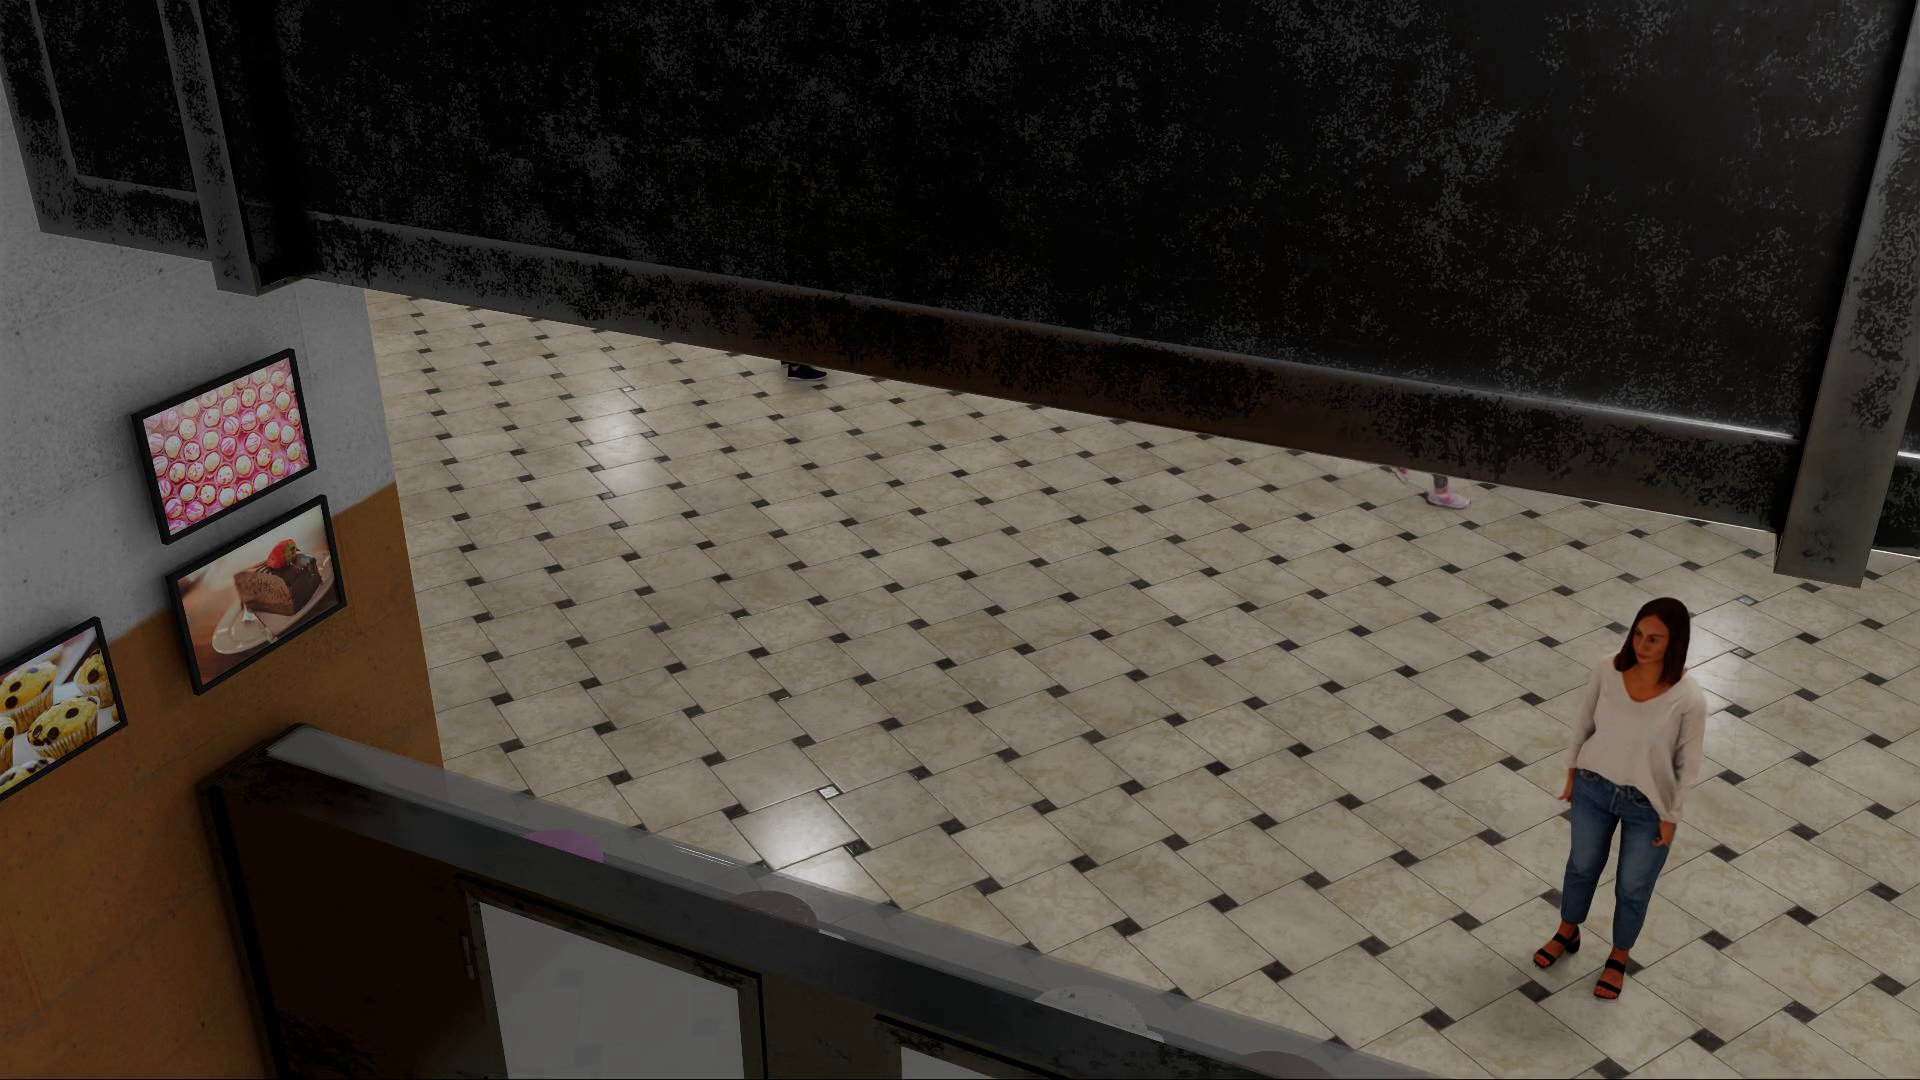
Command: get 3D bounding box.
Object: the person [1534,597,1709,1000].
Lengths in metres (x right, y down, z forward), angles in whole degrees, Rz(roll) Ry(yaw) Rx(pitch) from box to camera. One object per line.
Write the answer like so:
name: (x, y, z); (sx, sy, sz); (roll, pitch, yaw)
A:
person: (2.481, 0.949, 6.186); (0.668, 1.682, 0.688); (-24, 35, -38)
